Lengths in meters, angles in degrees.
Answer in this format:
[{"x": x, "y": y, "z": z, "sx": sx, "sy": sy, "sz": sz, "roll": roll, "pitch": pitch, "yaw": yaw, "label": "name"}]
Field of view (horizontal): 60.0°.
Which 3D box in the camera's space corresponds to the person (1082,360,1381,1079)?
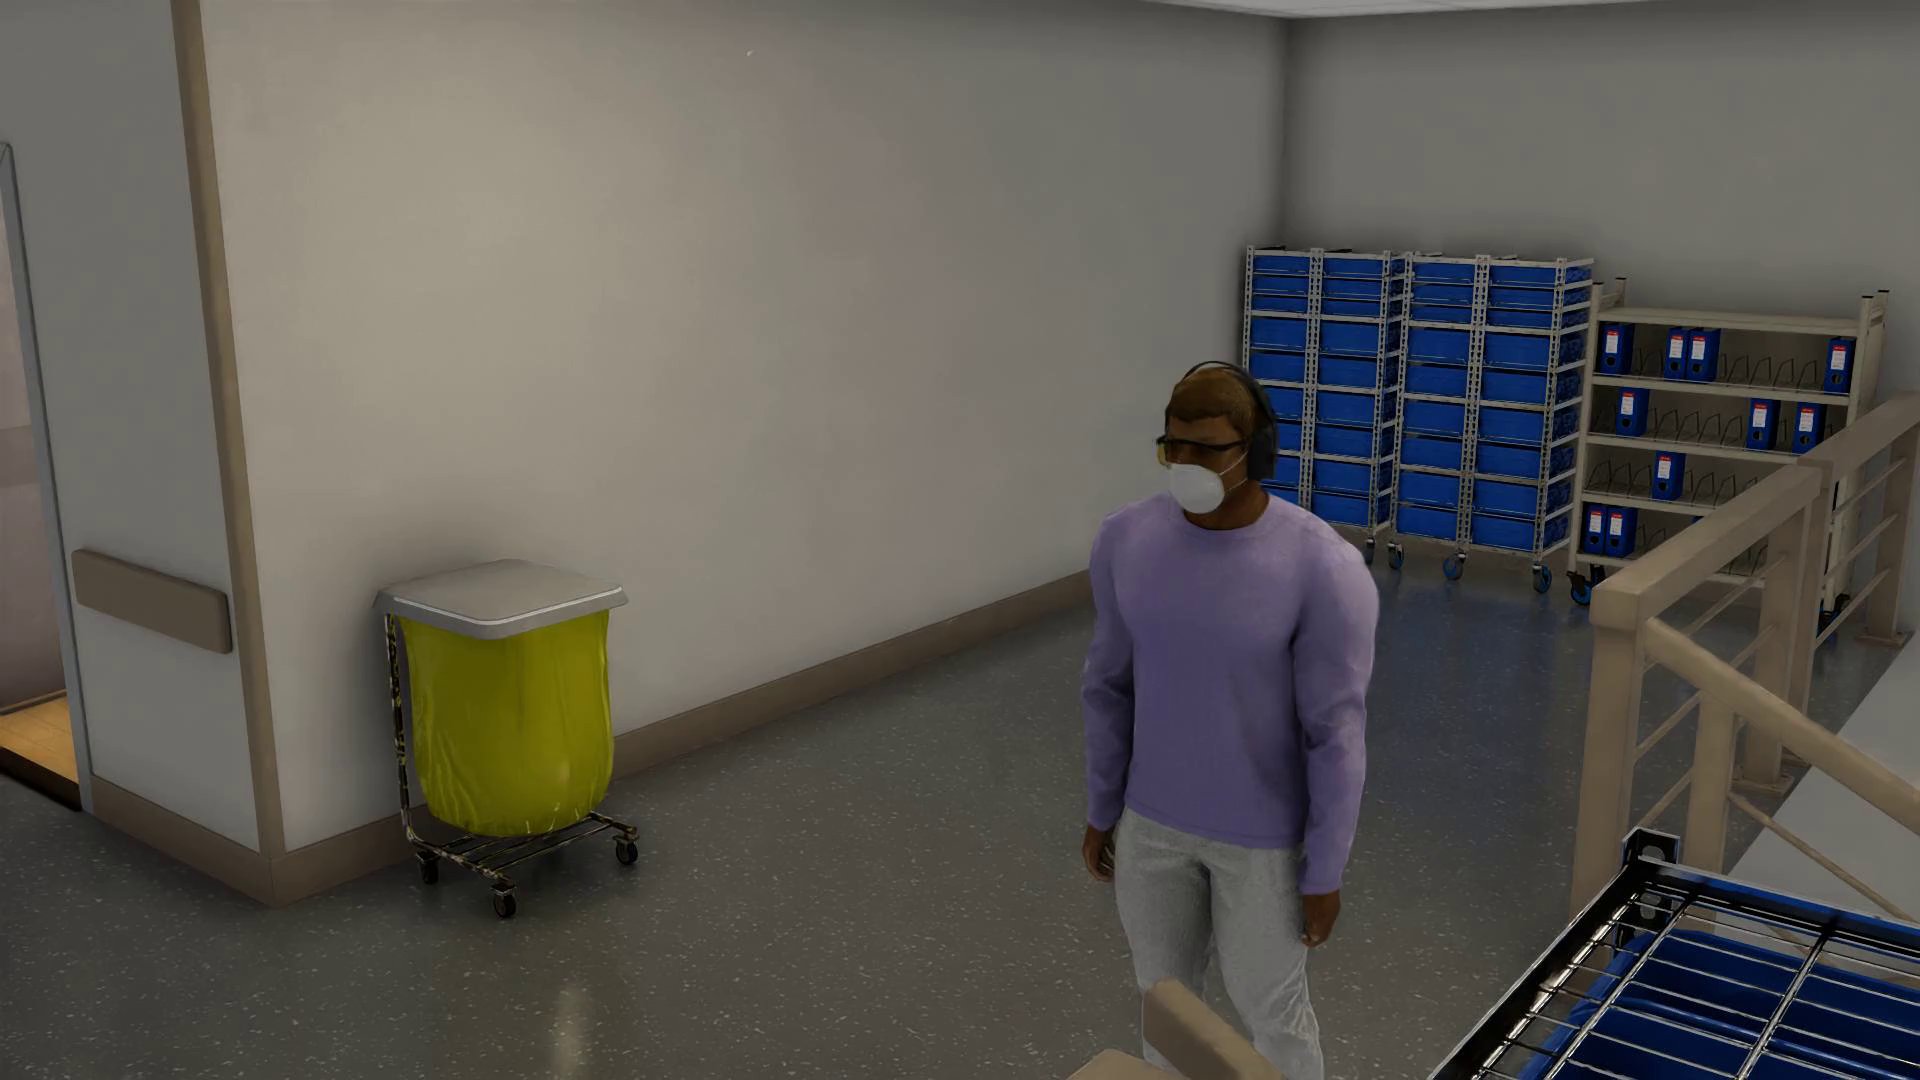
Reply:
[{"x": 0.527, "y": 0.590, "z": 3.409, "sx": 0.626, "sy": 1.931, "sz": 0.380, "roll": 11, "pitch": 18, "yaw": 39, "label": "person"}]
